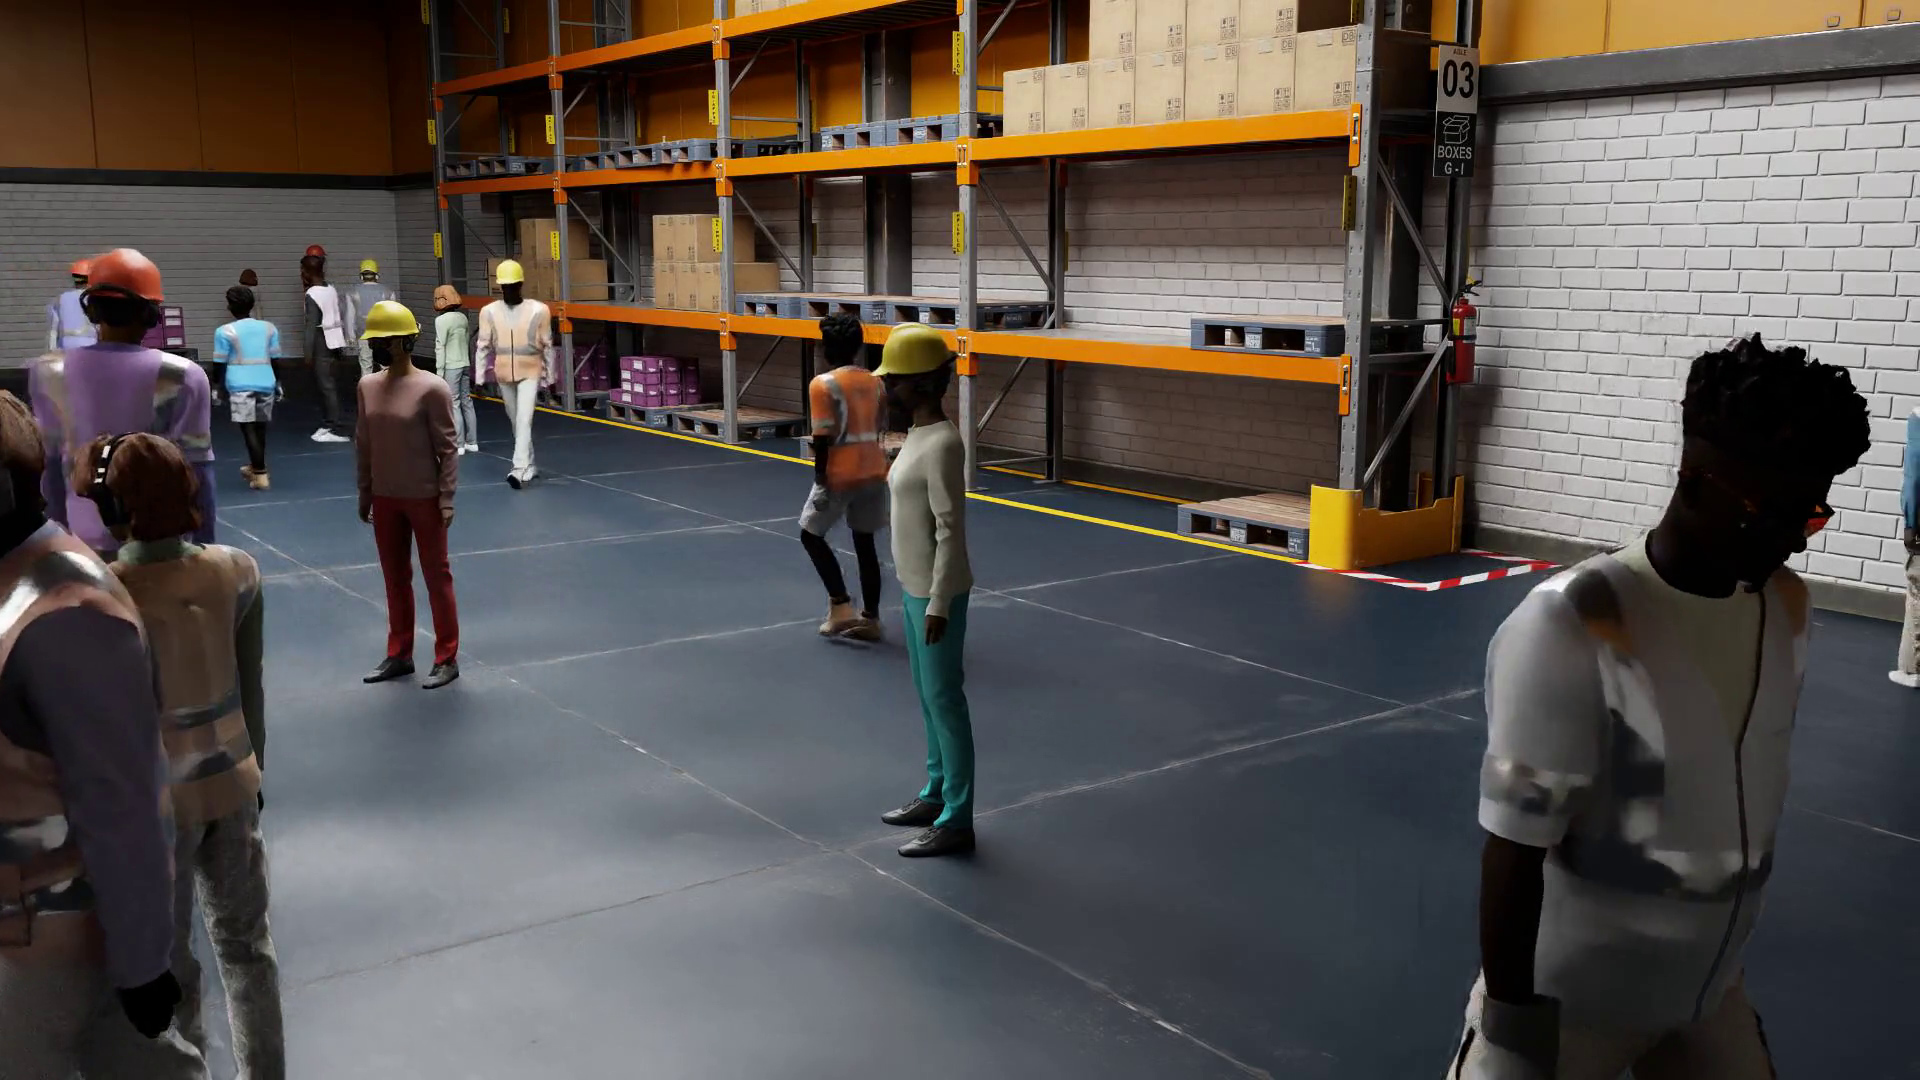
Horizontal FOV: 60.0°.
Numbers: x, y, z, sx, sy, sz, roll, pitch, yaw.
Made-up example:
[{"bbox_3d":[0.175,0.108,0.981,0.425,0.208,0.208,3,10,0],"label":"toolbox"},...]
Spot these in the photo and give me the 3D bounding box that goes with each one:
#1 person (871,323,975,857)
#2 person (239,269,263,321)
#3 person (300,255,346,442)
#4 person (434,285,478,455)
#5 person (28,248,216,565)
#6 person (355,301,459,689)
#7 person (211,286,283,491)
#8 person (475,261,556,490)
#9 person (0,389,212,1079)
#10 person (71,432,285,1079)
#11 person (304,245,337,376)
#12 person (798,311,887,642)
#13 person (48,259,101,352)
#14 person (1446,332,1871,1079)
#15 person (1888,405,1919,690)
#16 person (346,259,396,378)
[{"bbox_3d":[-0.124,0.167,5.532,0.325,1.765,0.533,-2,10,-11],"label":"person"},{"bbox_3d":[-10.647,-3.244,24.995,0.499,1.634,0.285,7,12,32],"label":"person"},{"bbox_3d":[-6.551,-1.936,16.911,0.560,1.900,0.636,0,10,-2],"label":"person"},{"bbox_3d":[-4.876,-1.632,16.007,0.287,1.624,0.497,2,10,13],"label":"person"},{"bbox_3d":[-2.988,-0.032,5.973,0.610,2.013,0.915,-3,10,-15],"label":"person"},{"bbox_3d":[-2.528,-0.198,7.567,0.532,1.767,0.328,4,11,21],"label":"person"},{"bbox_3d":[-5.911,-1.253,13.719,0.707,1.664,0.551,8,13,37],"label":"person"},{"bbox_3d":[-3.710,-1.368,13.818,0.617,1.870,0.997,0,10,2],"label":"person"},{"bbox_3d":[-1.642,0.643,2.775,0.962,1.791,0.639,-8,13,-39],"label":"person"},{"bbox_3d":[-1.678,0.583,3.557,0.307,1.637,0.511,4,11,22],"label":"person"},{"bbox_3d":[-9.787,-3.493,25.375,0.374,1.997,0.613,-5,11,-25],"label":"person"},{"bbox_3d":[-0.580,-0.306,8.410,0.418,1.680,0.558,9,13,40],"label":"person"},{"bbox_3d":[-8.589,-1.782,16.138,0.565,1.889,0.924,1,10,8],"label":"person"},{"bbox_3d":[1.048,0.646,2.496,0.719,1.929,0.821,-5,11,-26],"label":"person"},{"bbox_3d":[4.394,-0.071,7.278,0.517,1.612,0.709,2,10,11],"label":"person"},{"bbox_3d":[-7.132,-2.490,20.231,0.600,1.827,0.403,-4,11,-19],"label":"person"}]
